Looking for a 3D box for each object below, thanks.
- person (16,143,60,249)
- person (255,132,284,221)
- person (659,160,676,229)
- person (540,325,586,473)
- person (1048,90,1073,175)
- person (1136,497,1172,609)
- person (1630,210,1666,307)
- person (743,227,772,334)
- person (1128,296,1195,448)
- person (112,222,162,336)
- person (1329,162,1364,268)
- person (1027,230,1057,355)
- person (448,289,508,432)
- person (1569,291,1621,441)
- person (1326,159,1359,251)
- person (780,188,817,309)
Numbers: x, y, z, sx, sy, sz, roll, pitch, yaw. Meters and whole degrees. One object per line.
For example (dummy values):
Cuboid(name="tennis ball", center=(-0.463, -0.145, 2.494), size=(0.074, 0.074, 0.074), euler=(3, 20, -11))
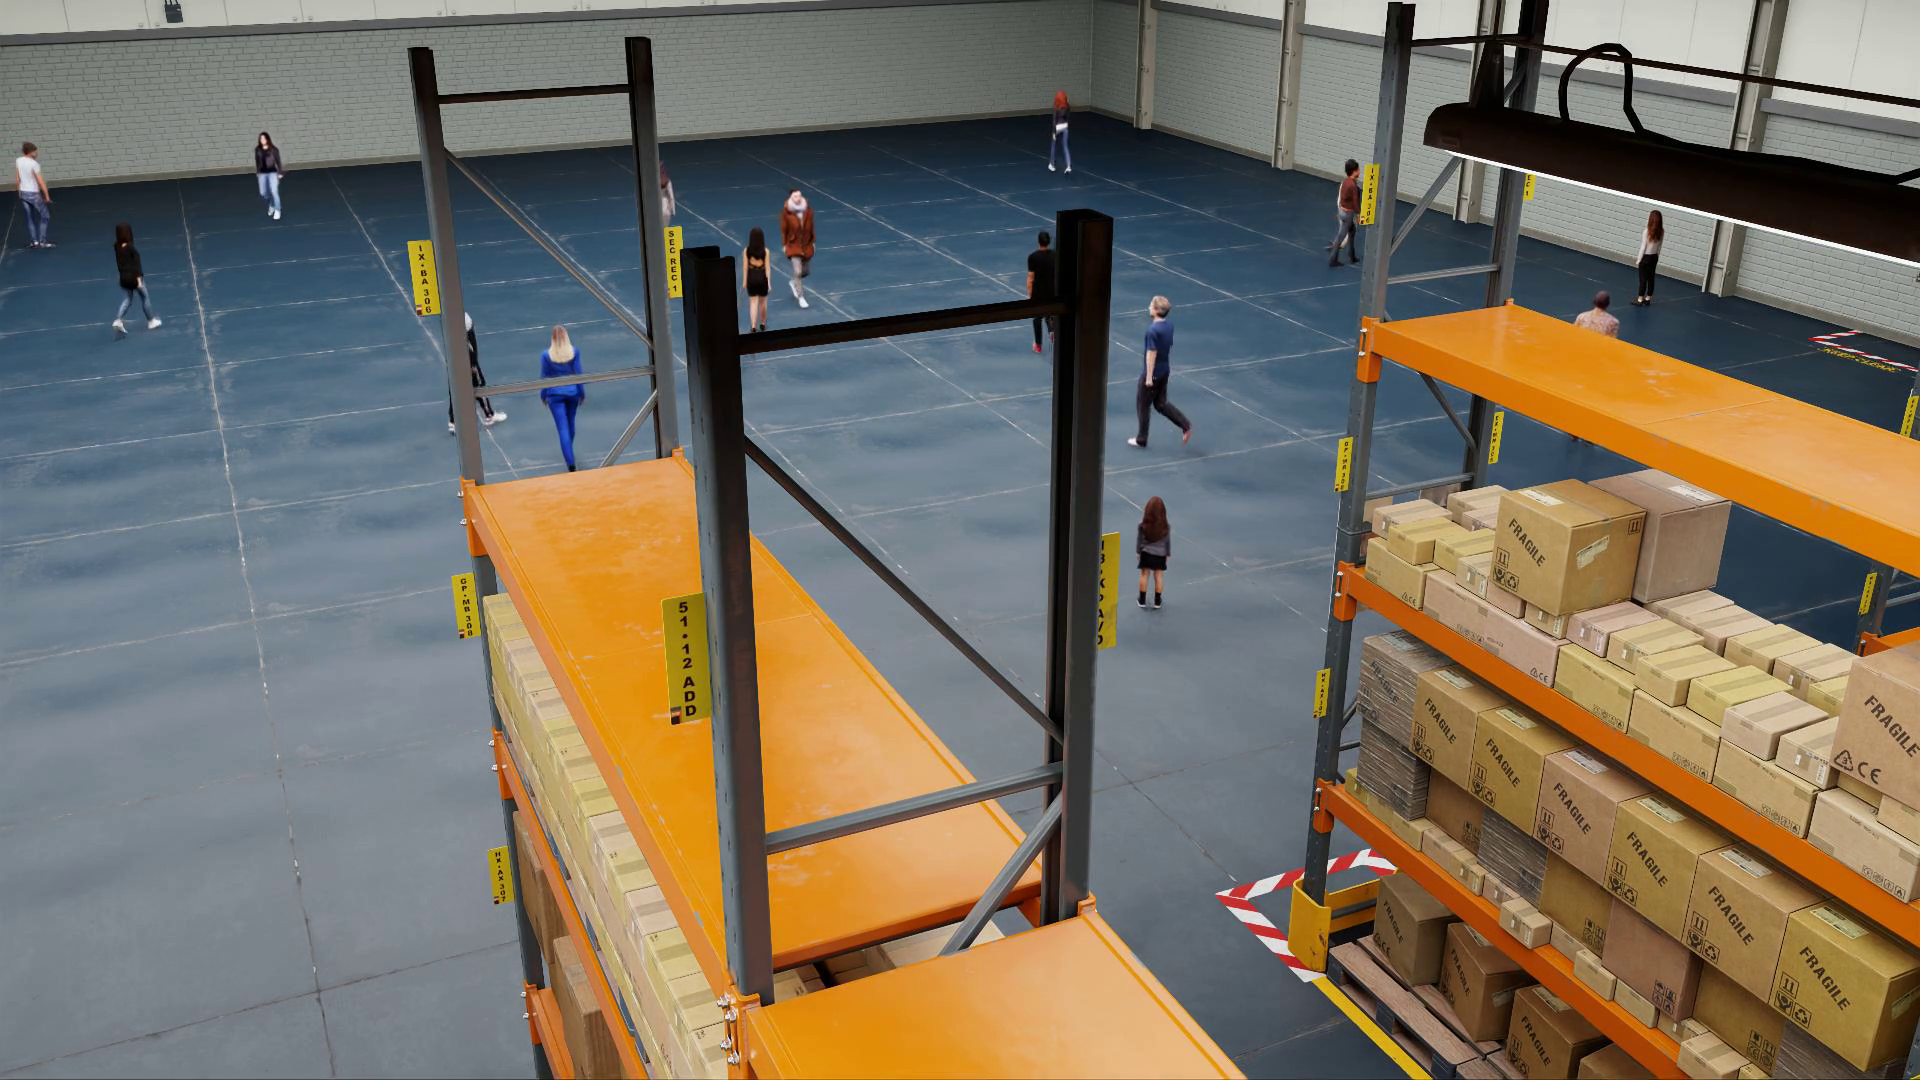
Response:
Cuboid(name="person", center=(-16.429, -6.078, 29.351), size=(0.882, 1.839, 0.872), euler=(-1, 23, -3))
Cuboid(name="person", center=(-13.141, -6.948, 31.669), size=(0.735, 1.626, 0.746), euler=(-1, 23, -3))
Cuboid(name="person", center=(-5.105, -5.552, 28.251), size=(0.748, 1.730, 0.772), euler=(1, 23, 3))
Cuboid(name="person", center=(-4.522, -1.580, 19.013), size=(0.646, 1.651, 1.111), euler=(-9, 25, -21))
Cuboid(name="person", center=(2.207, -8.679, 35.584), size=(0.664, 1.746, 1.259), euler=(-8, 24, -17))
Cuboid(name="person", center=(1.827, 0.110, 15.737), size=(0.540, 1.105, 0.563), euler=(1, 23, 3))
Cuboid(name="person", center=(10.697, -4.374, 25.795), size=(0.556, 1.485, 0.521), euler=(-7, 24, -17))
Cuboid(name="person", center=(-2.932, -3.651, 23.931), size=(0.877, 1.614, 1.114), euler=(0, 23, 1))
Cuboid(name="person", center=(2.400, -1.942, 19.610), size=(1.135, 1.849, 0.986), euler=(14, 27, 30))
Cuboid(name="person", center=(-12.164, -3.803, 24.277), size=(0.984, 1.622, 1.093), euler=(6, 24, 14))
Cuboid(name="person", center=(6.429, -5.452, 27.984), size=(0.889, 1.755, 0.921), euler=(-2, 23, -6))
Cuboid(name="person", center=(1.189, -3.427, 23.234), size=(0.701, 1.747, 0.879), euler=(-6, 24, -15))
Cuboid(name="person", center=(-6.117, -2.181, 20.230), size=(1.068, 1.804, 1.036), euler=(16, 28, 33))
Cuboid(name="person", center=(7.564, -2.068, 20.007), size=(1.166, 1.770, 1.203), euler=(9, 25, 20))
Cuboid(name="person", center=(6.609, -5.802, 28.957), size=(0.862, 1.639, 0.807), euler=(-17, 28, -35))
Cuboid(name="person", center=(-2.516, -4.547, 25.782), size=(0.761, 1.814, 1.065), euler=(-12, 26, -27))
